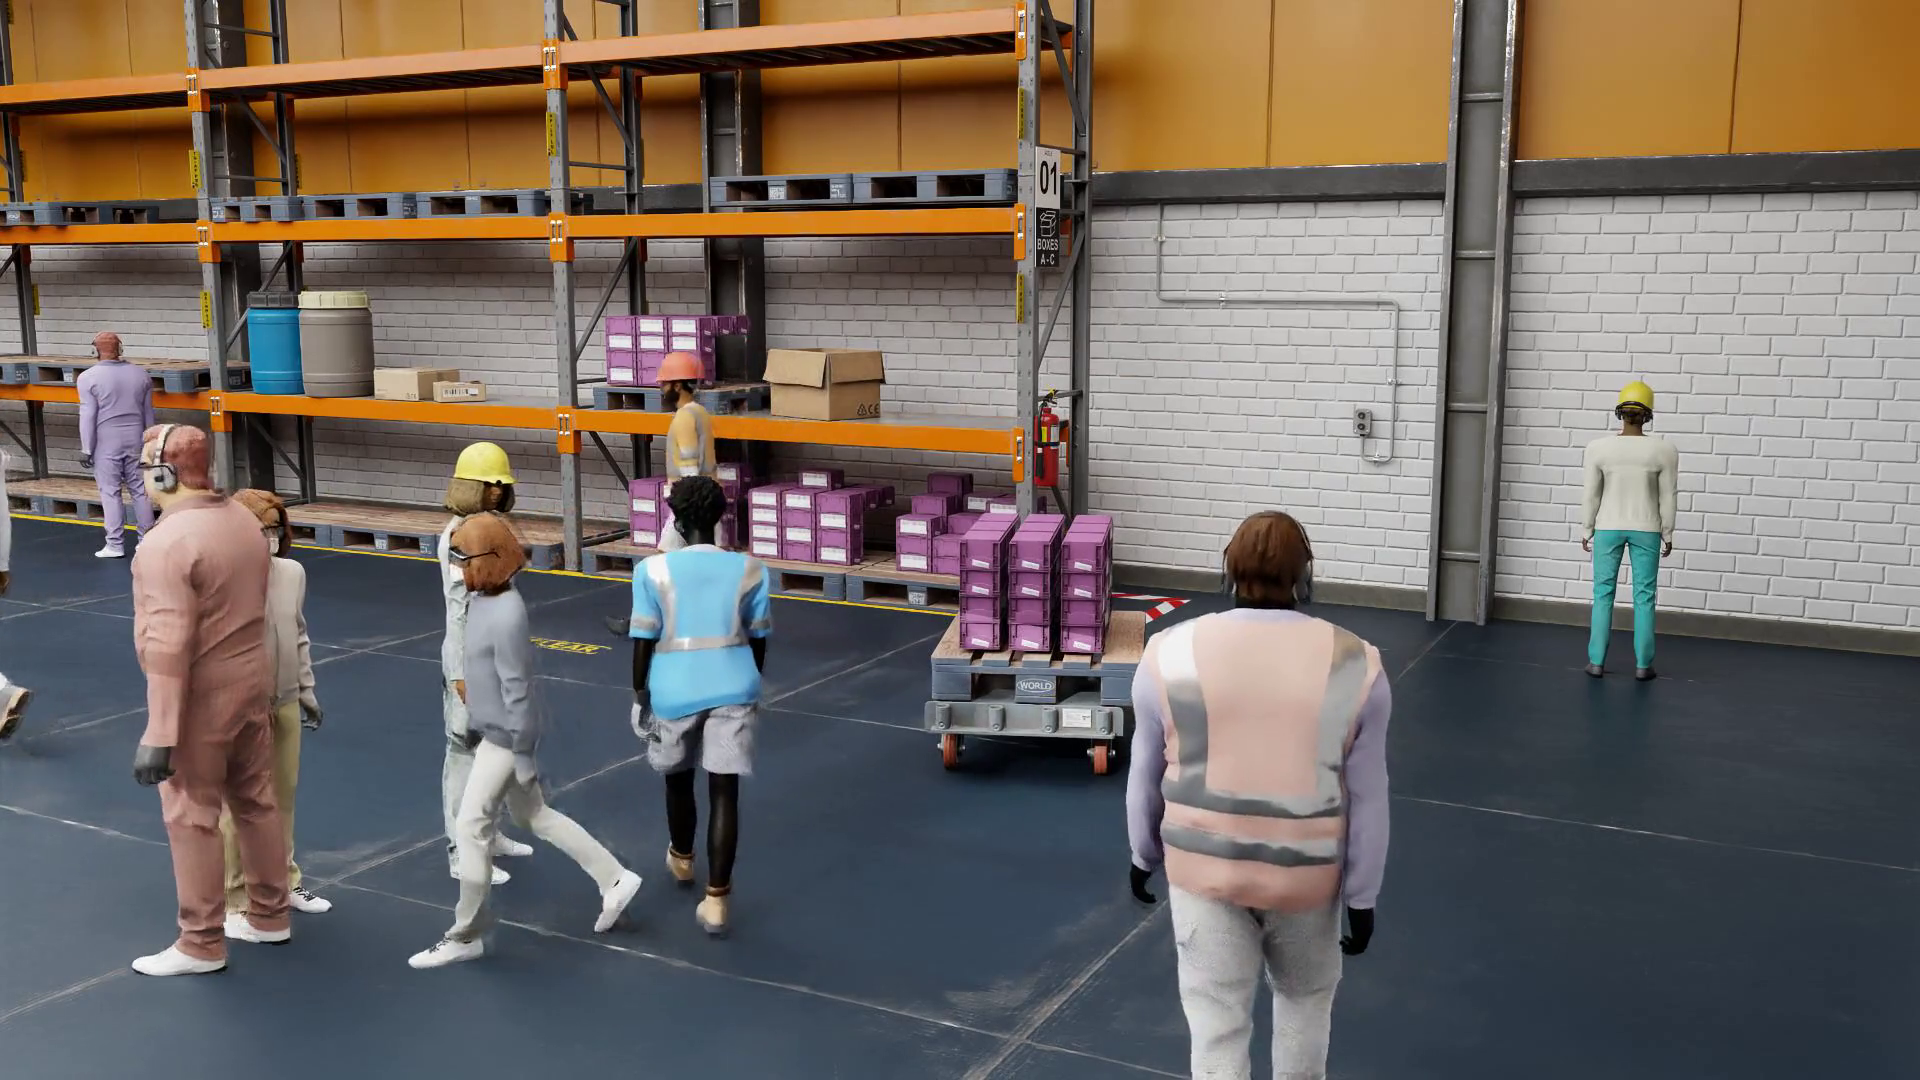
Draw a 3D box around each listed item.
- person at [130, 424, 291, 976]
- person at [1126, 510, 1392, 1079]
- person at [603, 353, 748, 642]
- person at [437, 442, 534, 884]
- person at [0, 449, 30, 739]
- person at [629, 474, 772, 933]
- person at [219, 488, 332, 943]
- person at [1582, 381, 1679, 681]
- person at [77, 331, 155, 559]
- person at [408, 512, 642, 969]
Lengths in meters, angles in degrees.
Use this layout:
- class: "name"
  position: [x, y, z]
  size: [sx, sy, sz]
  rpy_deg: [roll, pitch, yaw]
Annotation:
- class: "person"
  position: [-2.649, 0.556, 5.720]
  size: [0.521, 1.894, 0.703]
  rpy_deg: [1, 9, 5]
- class: "person"
  position: [0.740, 0.823, 4.228]
  size: [0.644, 1.819, 0.624]
  rpy_deg: [1, 9, 8]
- class: "person"
  position: [-1.797, -0.257, 10.718]
  size: [1.002, 1.879, 0.572]
  rpy_deg: [1, 9, 6]
- class: "person"
  position: [-1.890, 0.476, 6.634]
  size: [0.313, 1.741, 0.487]
  rpy_deg: [1, 9, 5]
- class: "person"
  position: [-5.021, 0.127, 8.405]
  size: [0.649, 1.864, 0.586]
  rpy_deg: [3, 10, 18]
- class: "person"
  position: [-0.975, 0.581, 6.243]
  size: [0.540, 1.640, 0.814]
  rpy_deg: [-2, 10, -15]
- class: "person"
  position: [-2.550, 0.621, 6.072]
  size: [0.289, 1.633, 0.497]
  rpy_deg: [4, 10, 23]
- class: "person"
  position: [3.930, -0.049, 9.796]
  size: [0.525, 1.769, 0.316]
  rpy_deg: [4, 10, 22]
- class: "person"
  position: [-7.107, -0.799, 13.997]
  size: [0.402, 1.904, 0.652]
  rpy_deg: [6, 11, 31]
- class: "person"
  position: [-1.524, 0.677, 5.812]
  size: [0.780, 1.599, 0.520]
  rpy_deg: [-4, 10, -21]
